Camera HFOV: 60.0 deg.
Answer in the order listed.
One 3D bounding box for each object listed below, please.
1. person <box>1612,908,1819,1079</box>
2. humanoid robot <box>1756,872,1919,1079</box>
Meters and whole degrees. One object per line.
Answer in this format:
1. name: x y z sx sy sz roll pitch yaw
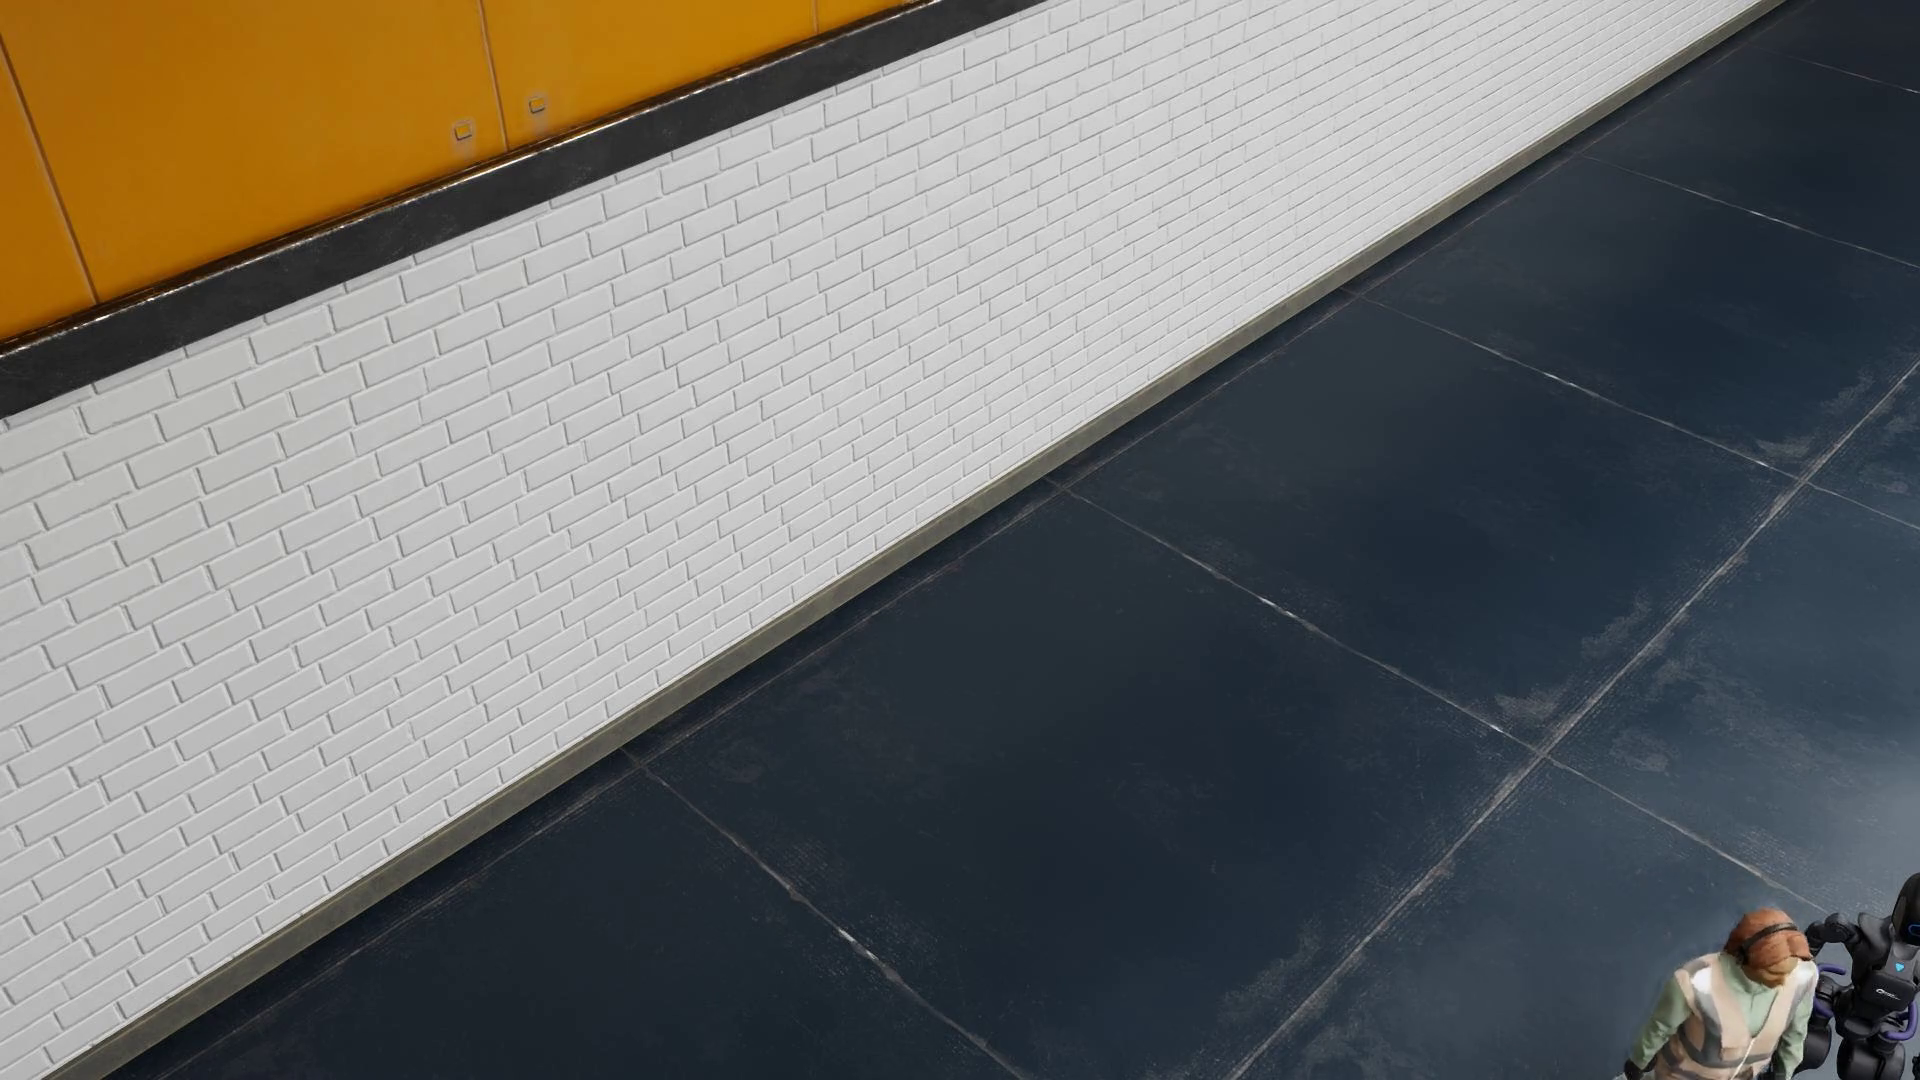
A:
1. person: 2.530 1.763 5.648 0.513 1.591 0.835 -7 39 -9
2. humanoid robot: 3.020 1.701 5.654 0.599 1.657 0.315 17 42 20
